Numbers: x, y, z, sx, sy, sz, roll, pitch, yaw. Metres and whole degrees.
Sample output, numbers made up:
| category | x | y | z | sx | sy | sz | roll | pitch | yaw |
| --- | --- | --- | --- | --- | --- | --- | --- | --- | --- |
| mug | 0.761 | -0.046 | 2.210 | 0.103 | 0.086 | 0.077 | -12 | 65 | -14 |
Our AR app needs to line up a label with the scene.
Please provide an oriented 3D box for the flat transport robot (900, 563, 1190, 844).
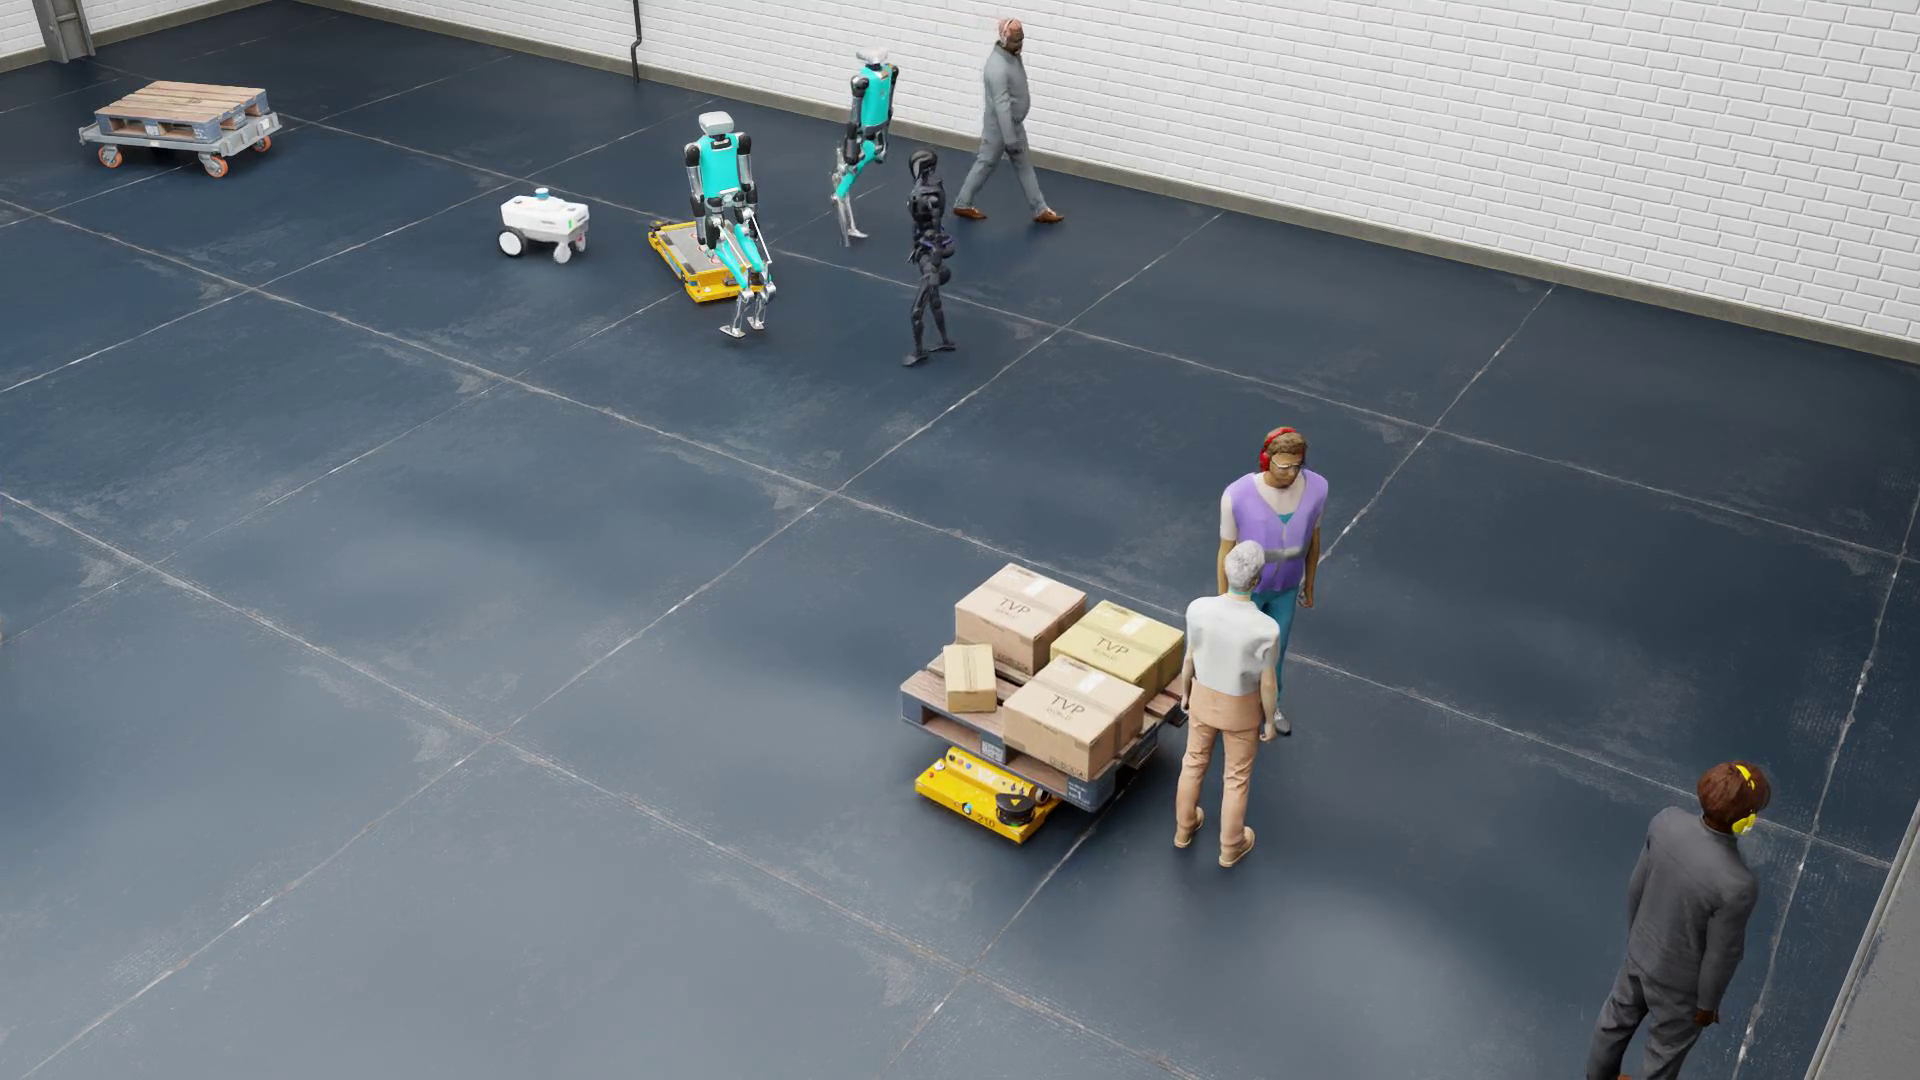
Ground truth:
| category | x | y | z | sx | sy | sz | roll | pitch | yaw |
| --- | --- | --- | --- | --- | --- | --- | --- | --- | --- |
| flat transport robot | 0.460 | 1.003 | 8.695 | 0.659 | 0.231 | 1.431 | 22 | 39 | 30 |

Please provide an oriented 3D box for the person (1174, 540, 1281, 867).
| category | x | y | z | sx | sy | sz | roll | pitch | yaw |
| --- | --- | --- | --- | --- | --- | --- | --- | --- | --- |
| person | 1.244 | 0.766 | 7.707 | 0.474 | 1.738 | 0.309 | 18 | 37 | 26 |

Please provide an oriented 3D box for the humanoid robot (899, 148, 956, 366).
| category | x | y | z | sx | sy | sz | roll | pitch | yaw |
| --- | --- | --- | --- | --- | --- | --- | --- | --- | --- |
| humanoid robot | -0.251 | -2.092 | 12.213 | 0.495 | 1.637 | 0.608 | -10 | 34 | -15 |

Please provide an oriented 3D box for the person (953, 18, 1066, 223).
| category | x | y | z | sx | sy | sz | roll | pitch | yaw |
| --- | --- | --- | --- | --- | --- | --- | --- | --- | --- |
| person | 0.393 | -3.607 | 14.412 | 1.023 | 1.842 | 0.656 | 8 | 34 | 12 |

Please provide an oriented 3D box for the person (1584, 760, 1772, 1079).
| category | x | y | z | sx | sy | sz | roll | pitch | yaw |
| --- | --- | --- | --- | --- | --- | --- | --- | --- | --- |
| person | 2.704 | 1.590 | 6.299 | 0.358 | 1.874 | 0.491 | -11 | 34 | -17 |

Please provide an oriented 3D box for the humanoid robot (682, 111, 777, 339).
| category | x | y | z | sx | sy | sz | roll | pitch | yaw |
| --- | --- | --- | --- | --- | --- | --- | --- | --- | --- |
| humanoid robot | -1.634 | -2.276 | 12.316 | 0.533 | 1.677 | 0.735 | -20 | 38 | -28 |

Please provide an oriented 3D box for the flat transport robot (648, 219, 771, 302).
| category | x | y | z | sx | sy | sz | roll | pitch | yaw |
| --- | --- | --- | --- | --- | --- | --- | --- | --- | --- |
| flat transport robot | -2.112 | -2.384 | 13.966 | 0.659 | 0.231 | 1.431 | -14 | 35 | -20 |

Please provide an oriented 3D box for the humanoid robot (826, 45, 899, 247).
| category | x | y | z | sx | sy | sz | roll | pitch | yaw |
| --- | --- | --- | --- | --- | --- | --- | --- | --- | --- |
| humanoid robot | -0.909 | -3.299 | 14.088 | 0.770 | 1.829 | 0.532 | 21 | 38 | 30 |

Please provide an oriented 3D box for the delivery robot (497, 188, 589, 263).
| category | x | y | z | sx | sy | sz | roll | pitch | yaw |
| --- | --- | --- | --- | --- | --- | --- | --- | --- | --- |
| delivery robot | -3.553 | -2.708 | 14.200 | 0.760 | 0.589 | 0.510 | 11 | 34 | 16 |

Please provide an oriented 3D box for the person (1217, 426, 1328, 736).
| category | x | y | z | sx | sy | sz | roll | pitch | yaw |
| --- | --- | --- | --- | --- | --- | --- | --- | --- | --- |
| person | 1.544 | 0.219 | 8.470 | 0.559 | 1.838 | 0.387 | -8 | 34 | -13 |
